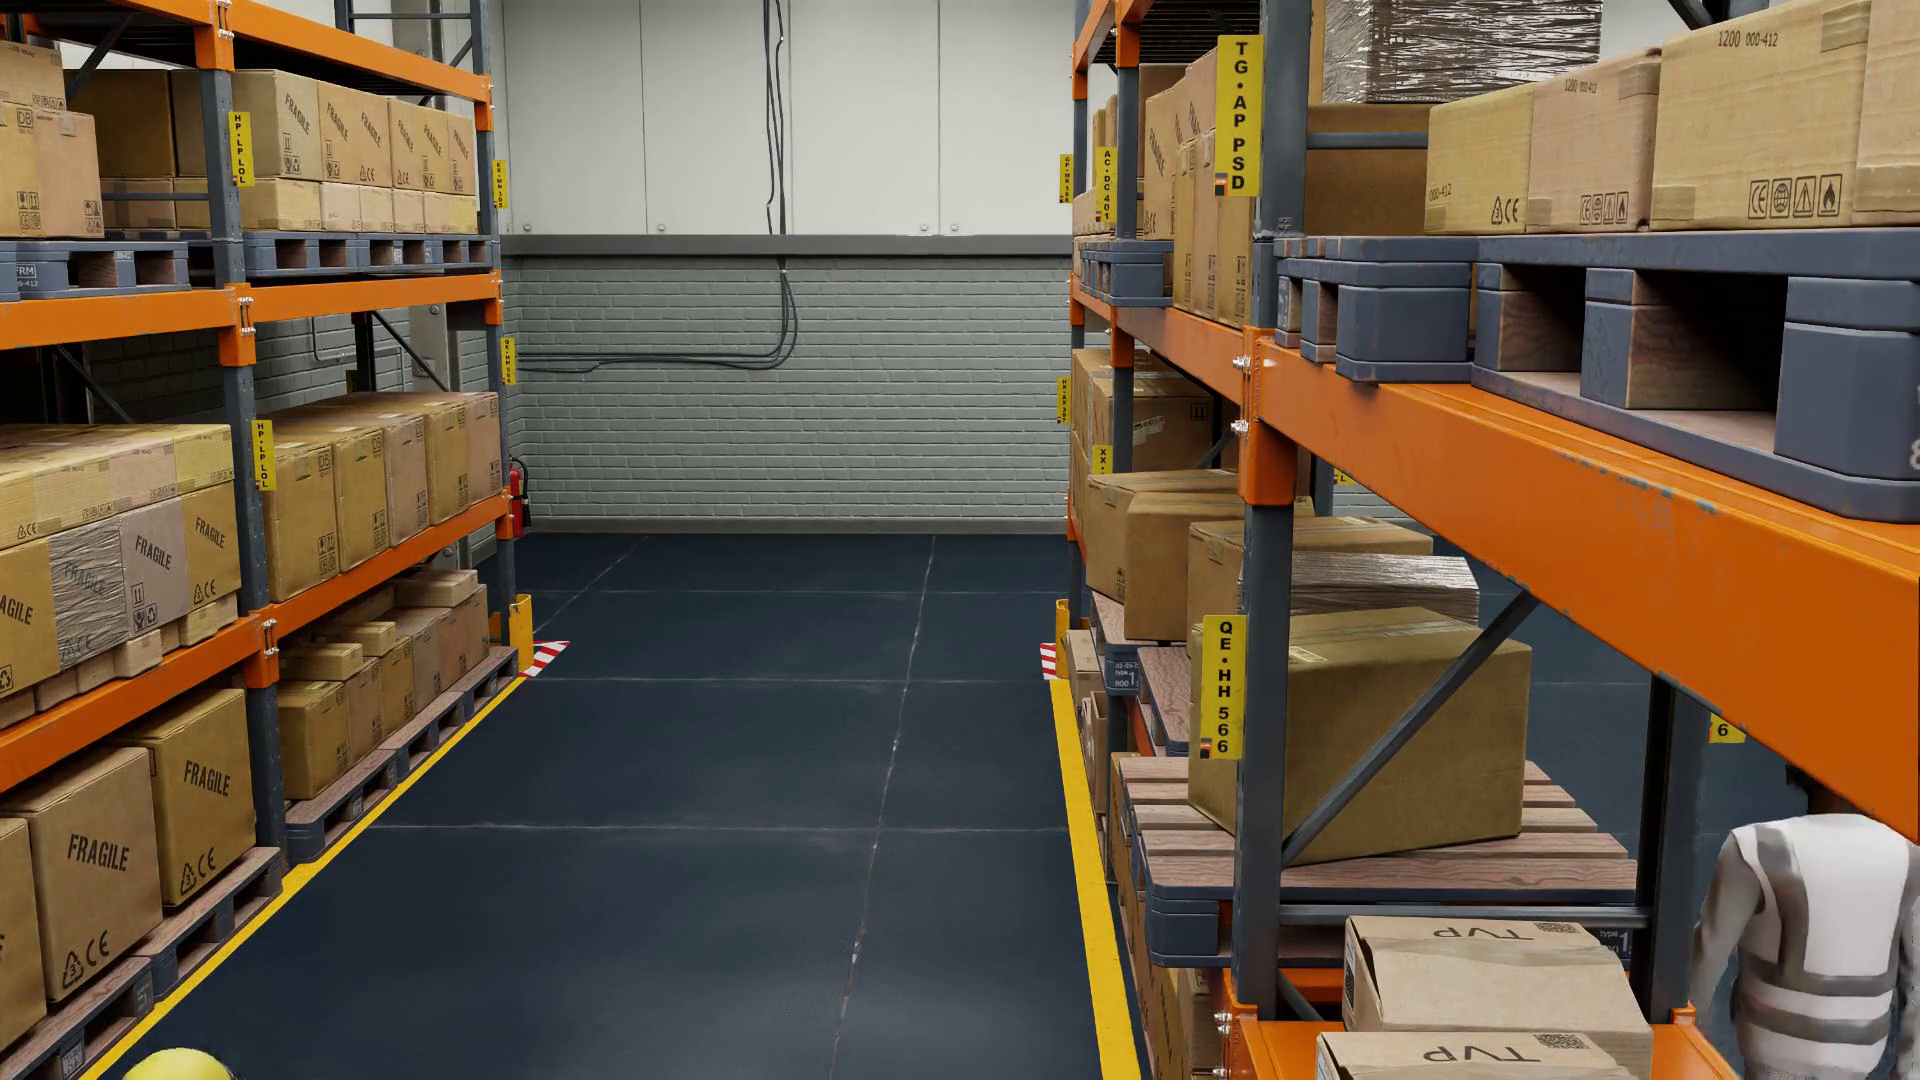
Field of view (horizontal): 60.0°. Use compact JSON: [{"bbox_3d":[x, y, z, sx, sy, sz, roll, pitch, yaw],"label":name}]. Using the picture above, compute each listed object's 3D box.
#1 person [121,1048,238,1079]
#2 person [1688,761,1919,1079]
[{"bbox_3d":[-1.291,1.661,2.999,0.582,1.692,0.904,-5,11,-25],"label":"person"},{"bbox_3d":[2.255,1.327,4.522,0.579,1.831,0.978,-1,10,-3],"label":"person"}]
